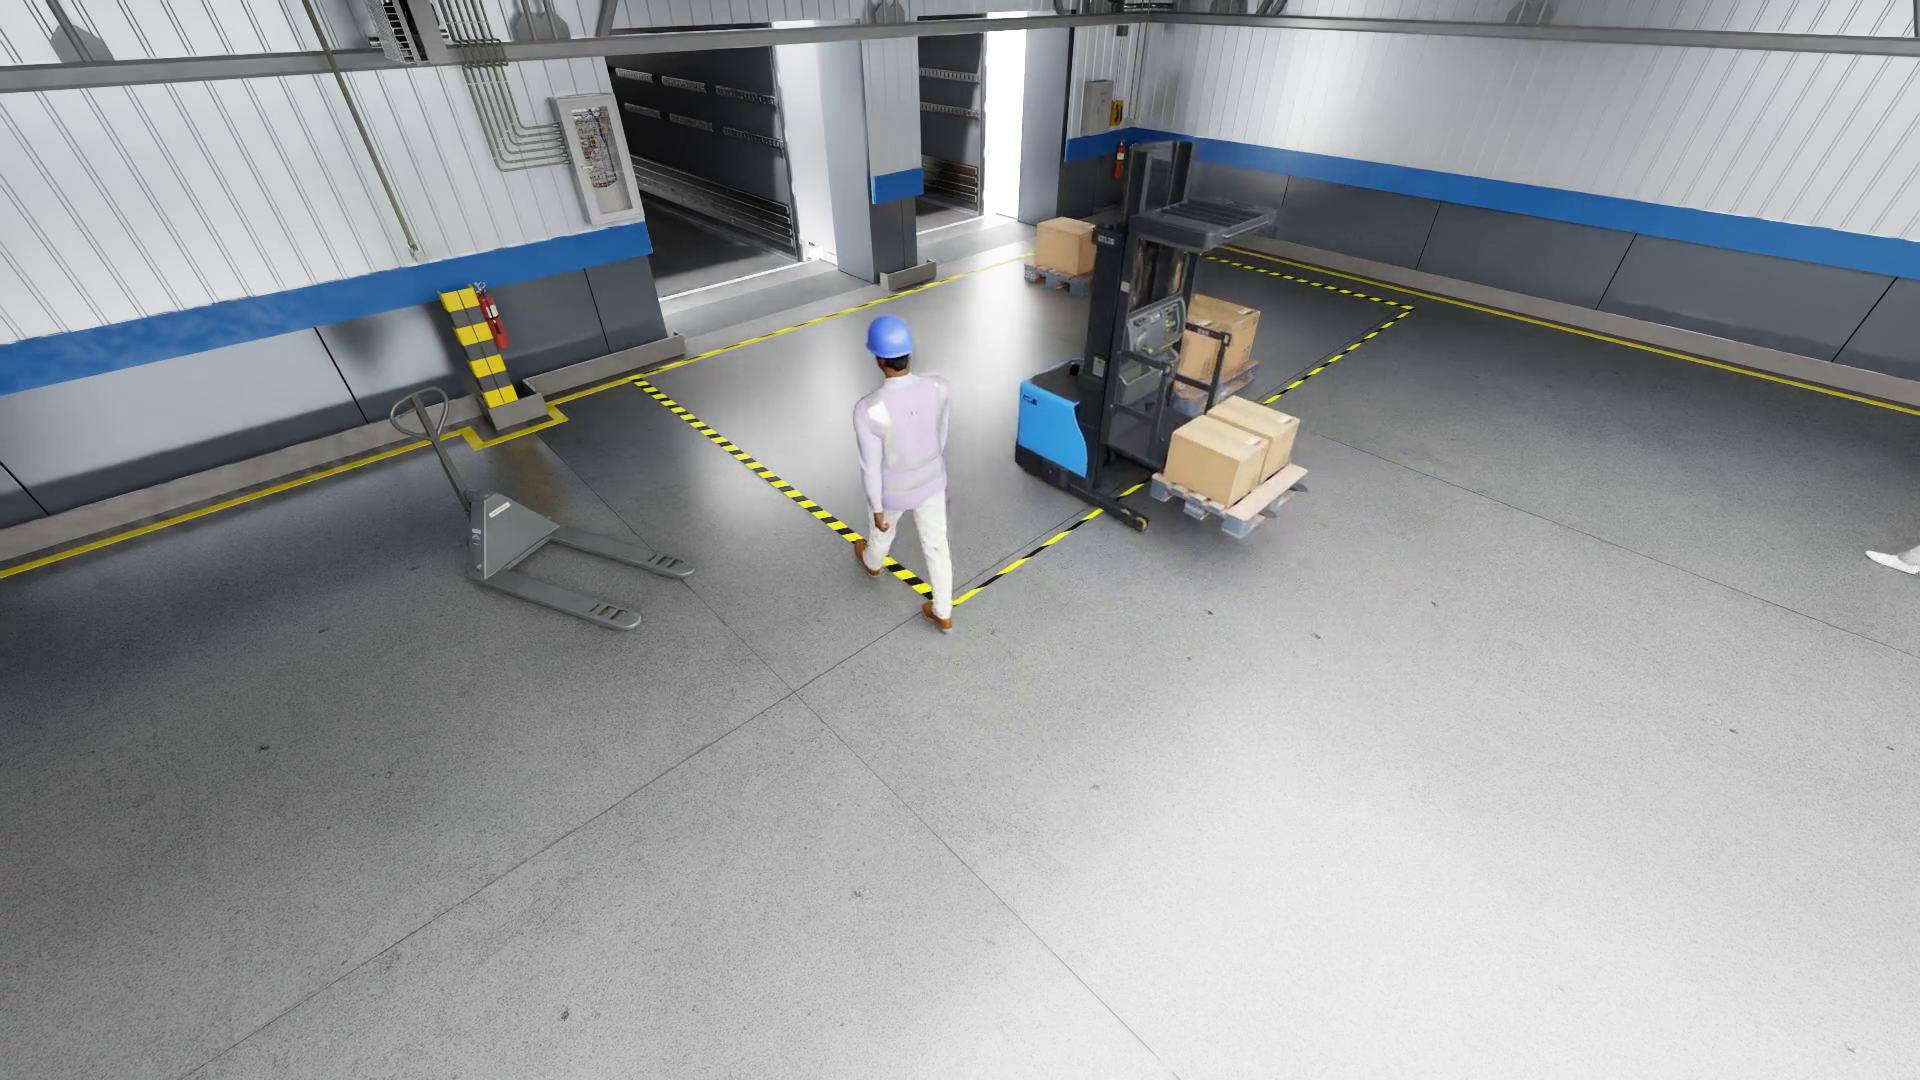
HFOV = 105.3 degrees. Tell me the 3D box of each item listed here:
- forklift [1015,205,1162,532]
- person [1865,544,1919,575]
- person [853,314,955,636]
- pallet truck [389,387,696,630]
[{"bbox_3d":[0.997,-1.367,5.387,0.716,2.013,0.776,-30,47,-33],"label":"forklift"},{"bbox_3d":[6.601,-0.307,4.376,0.514,1.588,0.873,-18,41,-21],"label":"person"},{"bbox_3d":[-0.349,-0.392,4.241,0.612,1.898,0.987,-19,42,-23],"label":"person"},{"bbox_3d":[-2.613,-0.247,4.593,1.601,1.201,0.680,14,40,17],"label":"pallet truck"}]
